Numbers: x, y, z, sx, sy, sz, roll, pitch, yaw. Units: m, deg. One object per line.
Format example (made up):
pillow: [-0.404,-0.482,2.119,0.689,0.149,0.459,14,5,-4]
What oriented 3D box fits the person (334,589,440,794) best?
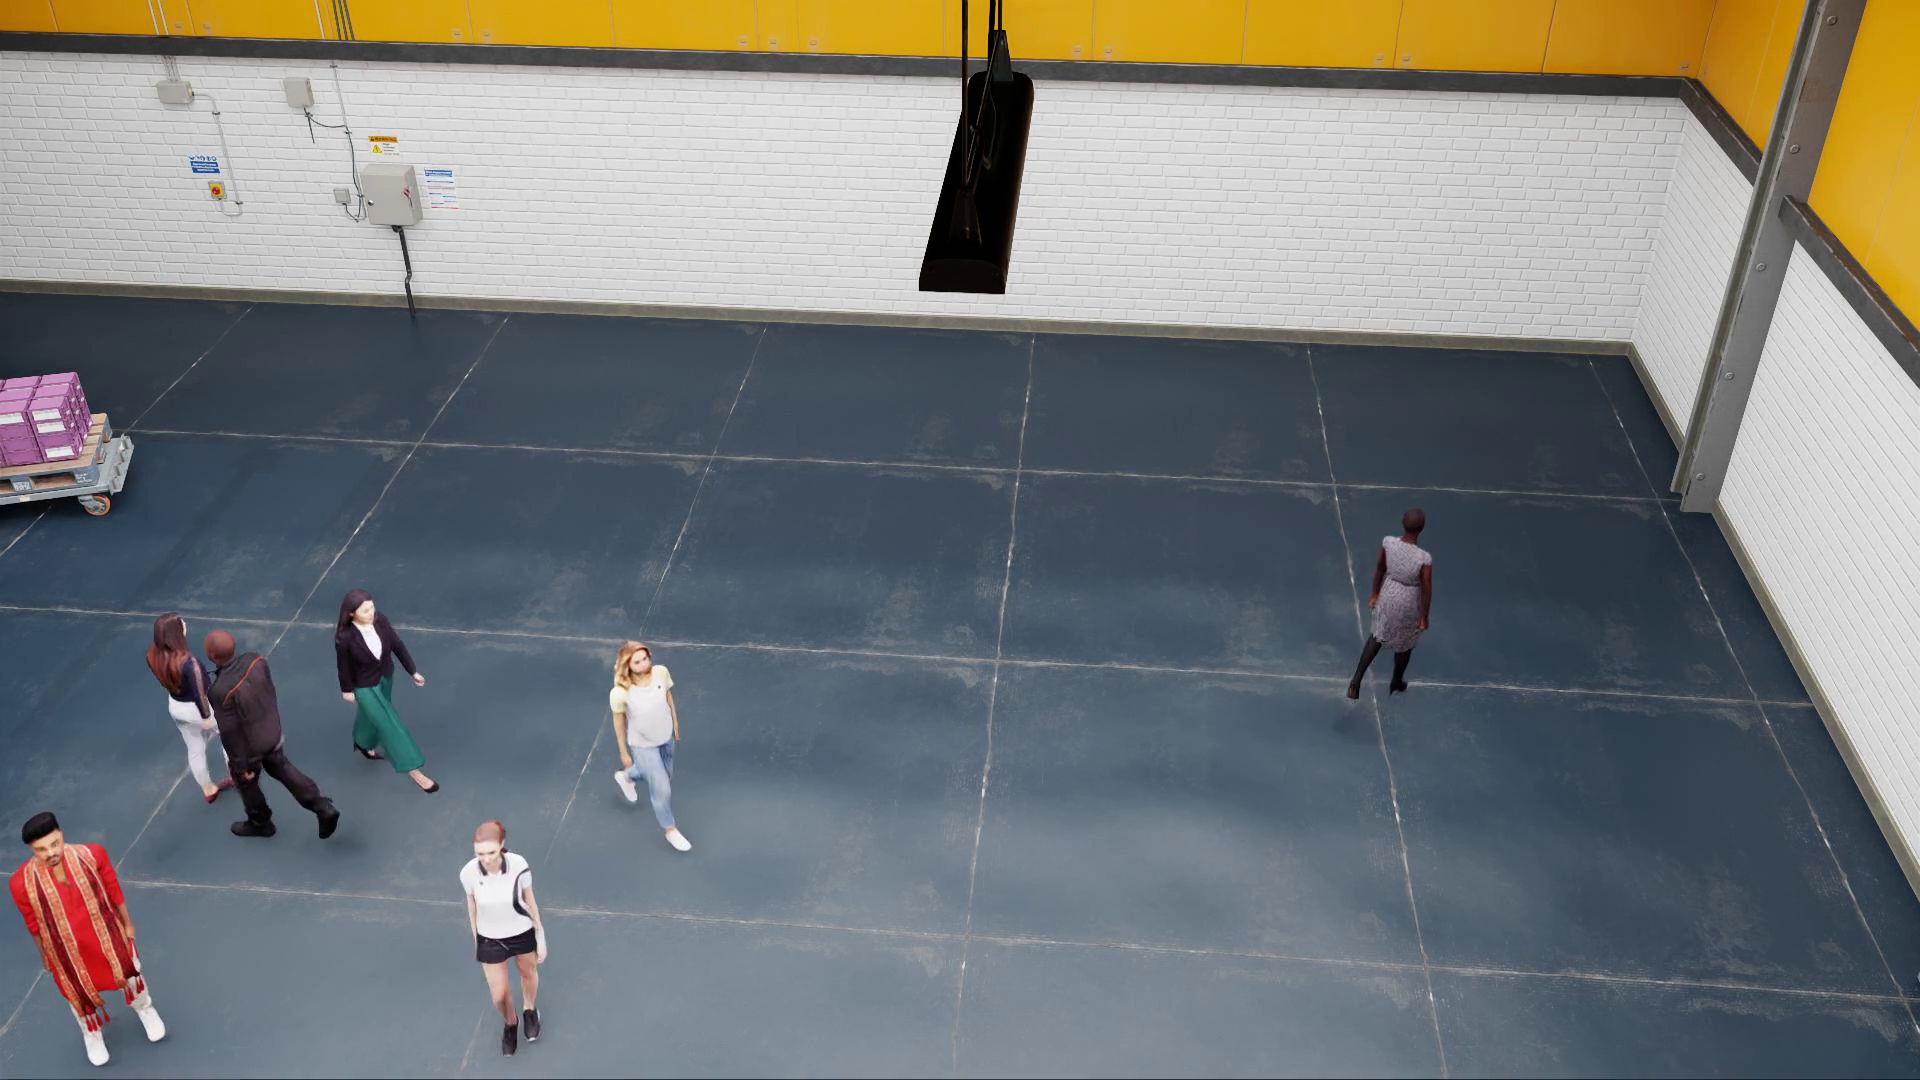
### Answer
person: [-4.264,1.043,11.928,1.012,1.676,1.157,17,37,23]

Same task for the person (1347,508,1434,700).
person: [3.276,0.551,12.581,0.966,1.773,1.058,28,43,35]

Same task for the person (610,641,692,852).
person: [-2.177,1.355,11.435,1.052,1.702,1.053,27,42,35]

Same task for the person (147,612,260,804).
person: [-5.441,1.223,11.730,0.676,1.597,0.706,11,35,16]

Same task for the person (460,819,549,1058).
person: [-2.702,2.302,9.977,0.665,1.739,0.714,-10,35,-14]

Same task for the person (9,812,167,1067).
person: [-5.203,2.311,9.841,0.778,1.874,0.809,-20,38,-27]

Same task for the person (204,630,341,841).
person: [-4.722,1.364,11.337,0.933,1.797,1.101,11,35,17]
